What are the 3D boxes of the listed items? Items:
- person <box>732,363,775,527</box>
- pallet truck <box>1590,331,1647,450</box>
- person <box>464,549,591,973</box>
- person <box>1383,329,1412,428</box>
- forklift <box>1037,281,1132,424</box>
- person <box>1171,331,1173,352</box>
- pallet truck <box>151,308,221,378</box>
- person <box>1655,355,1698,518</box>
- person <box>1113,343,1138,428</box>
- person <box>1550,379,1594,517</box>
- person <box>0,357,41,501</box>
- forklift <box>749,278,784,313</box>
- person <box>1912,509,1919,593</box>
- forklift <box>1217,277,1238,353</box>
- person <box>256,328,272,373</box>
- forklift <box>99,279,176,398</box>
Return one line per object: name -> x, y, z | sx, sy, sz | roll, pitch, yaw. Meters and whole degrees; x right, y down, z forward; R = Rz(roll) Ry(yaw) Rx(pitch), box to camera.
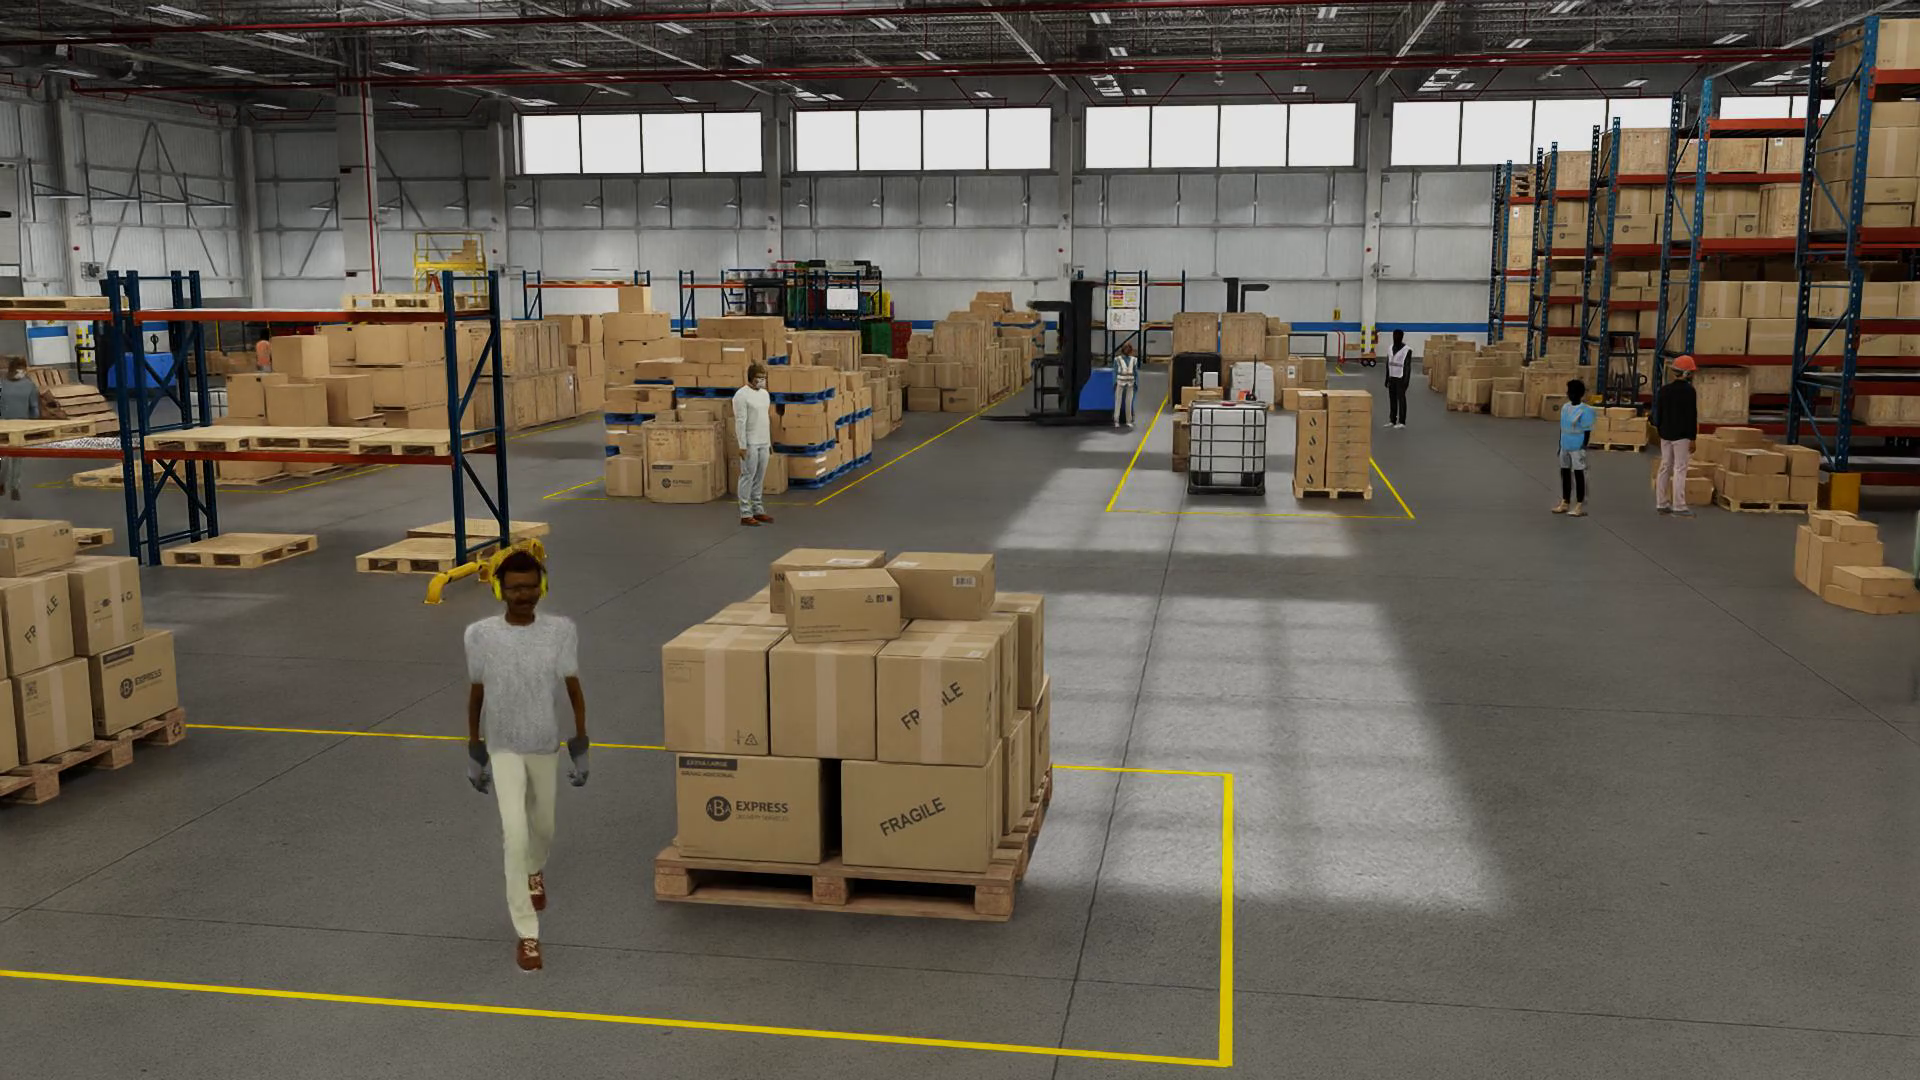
person -> -2.445, -1.135, 19.827 | 0.373, 1.936, 0.629 | 5, 10, 27
pallet truck -> 11.253, -2.573, 28.499 | 0.823, 1.965, 1.885 | 5, 10, 27
person -> -1.962, 0.914, 7.524 | 0.527, 1.838, 0.906 | -3, 10, -20
person -> 8.450, -3.105, 32.060 | 0.397, 1.911, 0.587 | -6, 11, -31
forklift -> 2.396, -3.709, 32.792 | 1.873, 2.768, 1.129 | -1, 9, -5
person -> 5.468, -4.558, 40.922 | 0.551, 1.936, 0.356 | -3, 10, -18
pallet truck -> -21.869, -5.598, 47.154 | 0.823, 1.965, 1.885 | 4, 10, 26
person -> 8.838, -1.270, 20.466 | 0.378, 1.996, 0.610 | -3, 10, -18
person -> 3.192, -2.990, 32.173 | 0.514, 1.640, 0.310 | -2, 10, -15
person -> 7.611, -1.132, 20.582 | 0.319, 1.694, 0.581 | -3, 10, -18
person -> -12.524, -1.470, 22.009 | 0.680, 1.896, 0.445 | -7, 12, -38
forklift -> -5.044, -5.448, 43.514 | 1.129, 2.768, 1.873 | -1, 9, -6
person -> 7.103, 0.288, 11.966 | 0.414, 1.625, 0.533 | -6, 11, -34
forklift -> 7.882, -6.233, 48.353 | 1.873, 2.768, 1.129 | 1, 9, 9
person -> -16.476, -4.166, 39.344 | 0.539, 1.676, 0.736 | 6, 11, 33
forklift -> -19.638, -4.721, 39.032 | 1.873, 2.768, 1.129 | 1, 9, 9
